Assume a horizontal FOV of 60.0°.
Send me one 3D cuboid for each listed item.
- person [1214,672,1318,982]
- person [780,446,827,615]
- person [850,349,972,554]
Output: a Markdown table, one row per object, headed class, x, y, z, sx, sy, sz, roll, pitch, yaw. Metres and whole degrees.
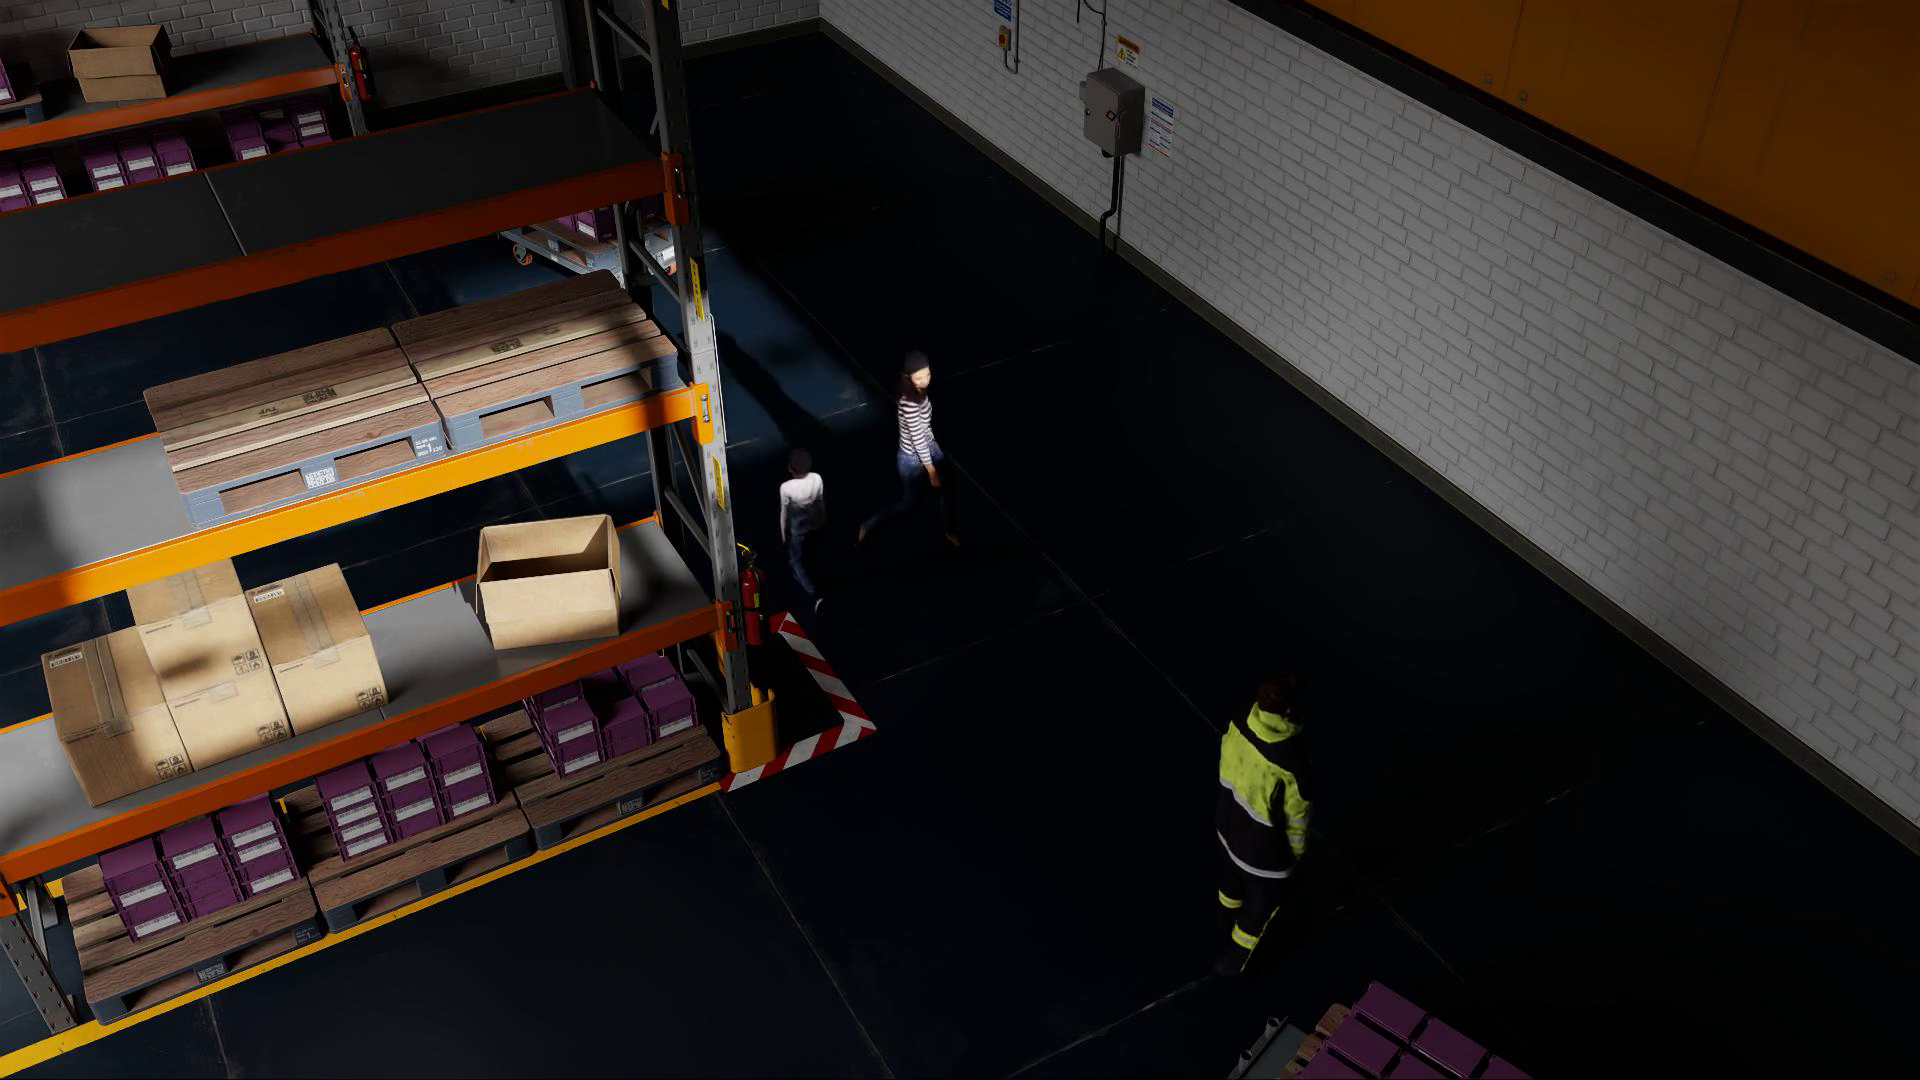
| class | x | y | z | sx | sy | sz | roll | pitch | yaw |
| --- | --- | --- | --- | --- | --- | --- | --- | --- | --- |
| person | 1.573 | 1.472 | 8.742 | 0.817 | 1.993 | 0.789 | -26 | 46 | -29 |
| person | -1.045 | -0.072 | 11.275 | 0.730 | 1.245 | 0.530 | -20 | 43 | -23 |
| person | -0.365 | -0.499 | 11.416 | 1.127 | 1.736 | 0.988 | 0 | 39 | 0 |
